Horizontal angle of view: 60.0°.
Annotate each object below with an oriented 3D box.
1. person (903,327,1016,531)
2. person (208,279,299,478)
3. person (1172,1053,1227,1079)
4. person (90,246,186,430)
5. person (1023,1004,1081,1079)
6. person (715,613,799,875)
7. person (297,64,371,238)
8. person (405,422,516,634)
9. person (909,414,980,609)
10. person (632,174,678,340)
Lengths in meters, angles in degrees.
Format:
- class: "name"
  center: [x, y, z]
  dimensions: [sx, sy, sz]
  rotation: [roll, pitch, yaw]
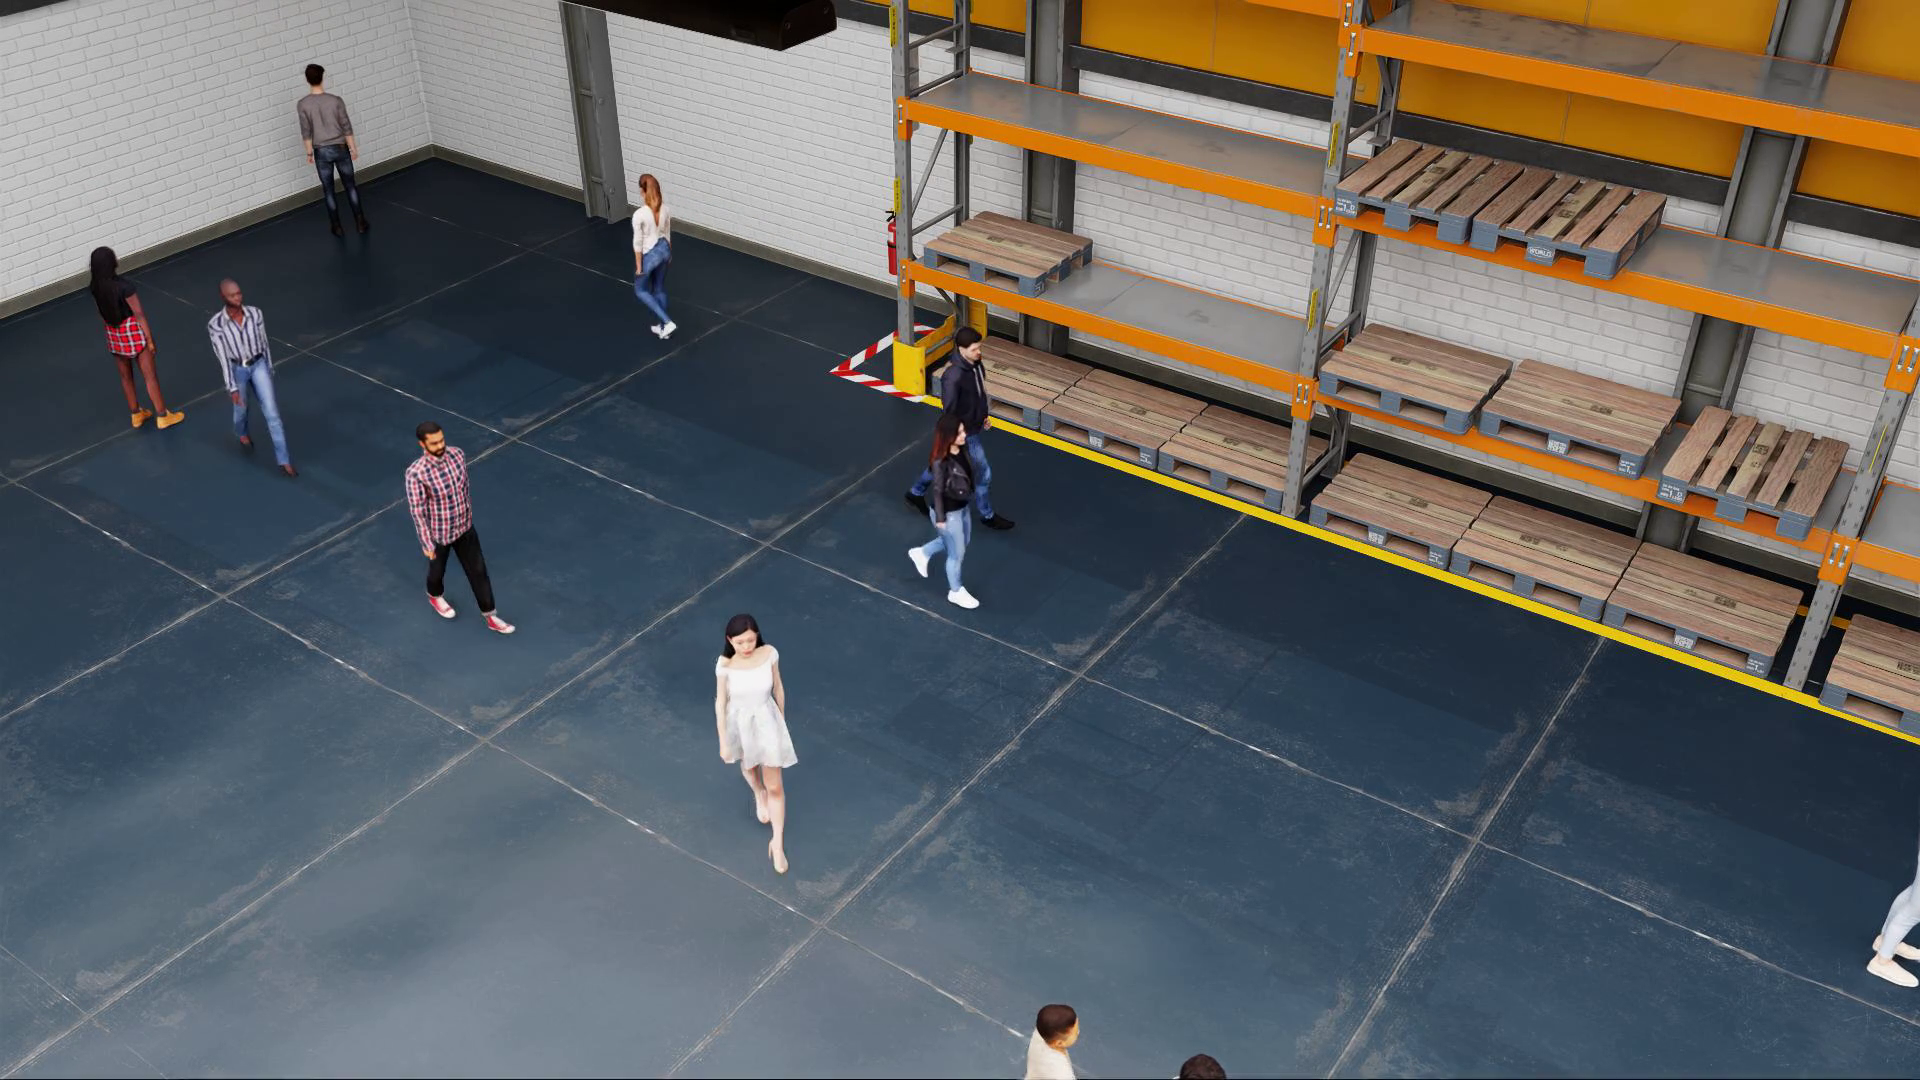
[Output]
- class: "person"
  center: [-0.066, -0.907, 13.355]
  dimensions: [1.286, 1.838, 0.935]
  rotation: [9, 35, 13]
- class: "person"
  center: [-6.115, -1.401, 14.172]
  dimensions: [0.823, 1.755, 1.177]
  rotation: [-25, 41, -32]
- class: "person"
  center: [1.000, 2.977, 7.427]
  dimensions: [0.737, 1.930, 0.695]
  rotation: [-25, 41, -33]
- class: "person"
  center: [-7.397, -1.797, 14.793]
  dimensions: [0.666, 1.728, 0.769]
  rotation: [6, 34, 9]
- class: "person"
  center: [0.346, 2.818, 8.118]
  dimensions: [0.866, 1.430, 0.982]
  rotation: [-18, 37, -24]
- class: "person"
  center: [-1.309, 1.137, 10.364]
  dimensions: [0.967, 1.744, 1.070]
  rotation: [-9, 35, -13]
- class: "person"
  center: [-6.961, -4.302, 18.403]
  dimensions: [0.776, 1.903, 0.784]
  rotation: [-11, 35, -16]
- class: "person"
  center: [-3.829, -0.116, 12.266]
  dimensions: [1.148, 1.725, 0.773]
  rotation: [26, 41, 33]
- class: "person"
  center: [-0.129, -0.239, 12.549]
  dimensions: [0.916, 1.616, 0.723]
  rotation: [15, 37, 22]
- class: "person"
  center: [-2.928, -2.705, 16.175]
  dimensions: [0.732, 1.709, 0.658]
  rotation: [26, 41, 33]
